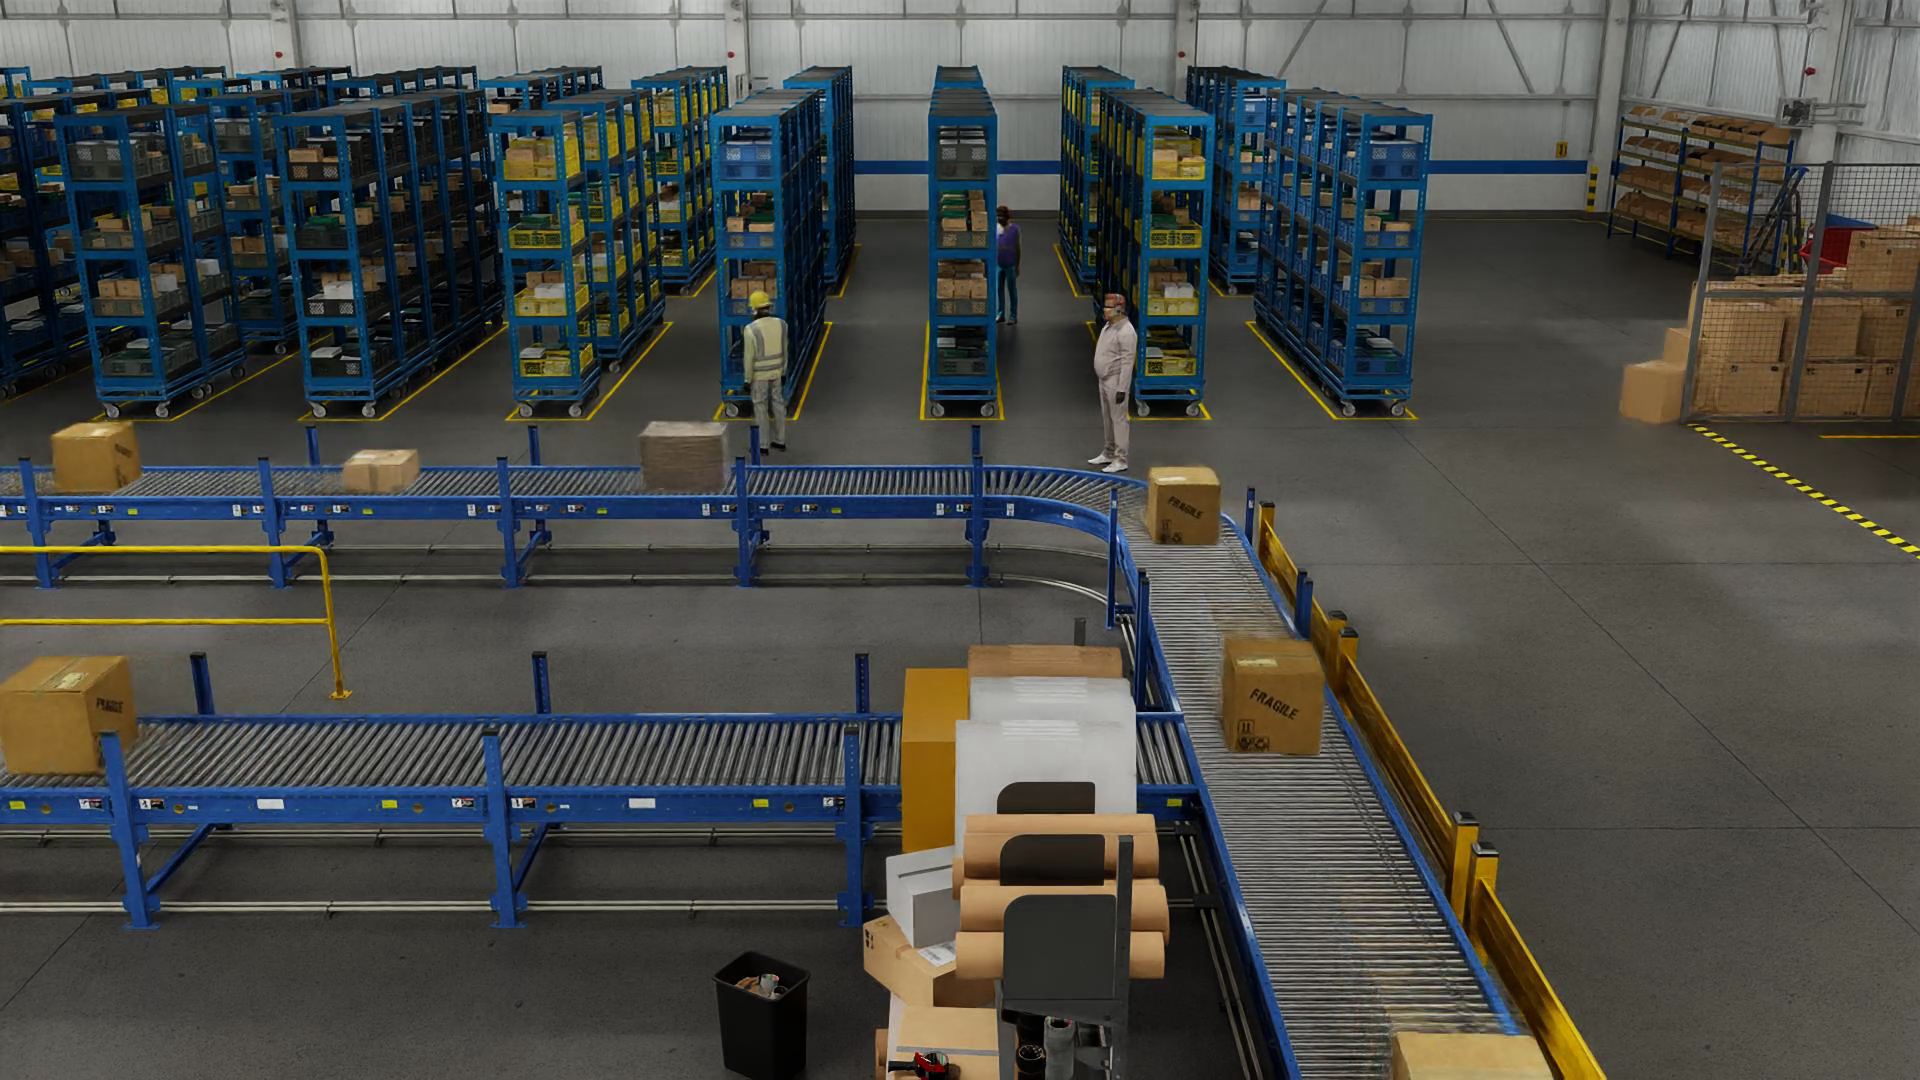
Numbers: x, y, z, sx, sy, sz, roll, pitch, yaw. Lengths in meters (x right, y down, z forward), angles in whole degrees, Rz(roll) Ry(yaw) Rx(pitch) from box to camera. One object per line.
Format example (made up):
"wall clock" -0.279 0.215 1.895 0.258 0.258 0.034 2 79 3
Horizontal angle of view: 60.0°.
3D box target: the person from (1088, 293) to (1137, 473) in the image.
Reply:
"person" 1.624 -1.679 17.724 0.411 1.910 0.643 -5 19 -16

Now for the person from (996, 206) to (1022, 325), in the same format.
"person" 0.703 -4.273 25.839 0.577 1.831 0.396 11 21 30

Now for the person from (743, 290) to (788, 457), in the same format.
"person" -2.158 -1.838 18.341 0.403 1.827 0.599 16 24 41
